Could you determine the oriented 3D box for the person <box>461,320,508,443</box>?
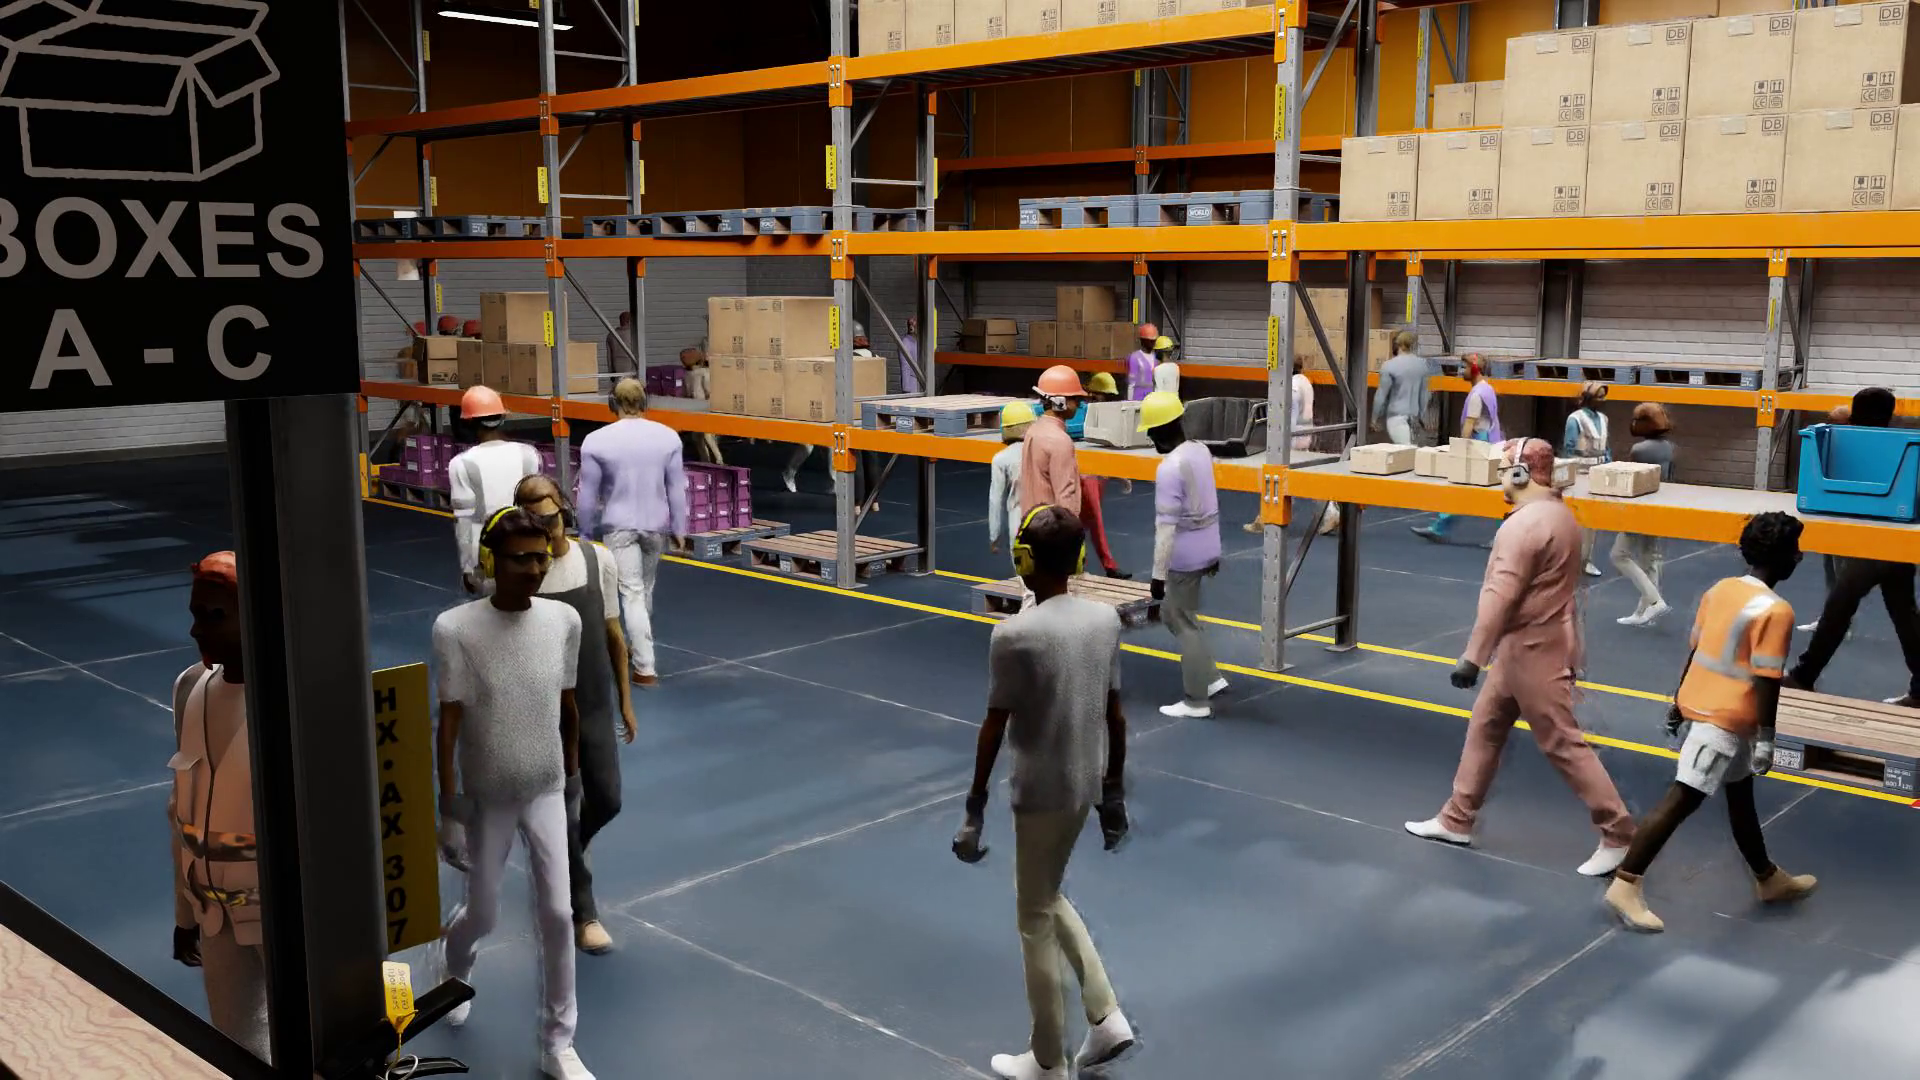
[{"bbox_3d":[-6.158,-1.914,21.664,0.710,1.908,0.563,0,9,1],"label":"person"}]

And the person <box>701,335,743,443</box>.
[{"bbox_3d":[-3.627,-2.408,24.579,0.866,1.942,0.604,7,12,37],"label":"person"}]

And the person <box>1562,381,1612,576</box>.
[{"bbox_3d":[5.302,-0.509,13.896,0.548,1.619,0.569,-7,12,-38],"label":"person"}]

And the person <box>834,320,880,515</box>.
[{"bbox_3d":[-1.123,-1.290,17.419,0.535,2.000,0.687,6,11,33],"label":"person"}]

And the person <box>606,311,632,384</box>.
[{"bbox_3d":[-5.142,-2.584,25.773,0.649,1.904,0.401,4,10,24],"label":"person"}]

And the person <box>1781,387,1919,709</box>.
[{"bbox_3d":[5.285,0.050,9.723,0.592,1.874,1.013,-9,13,-42],"label":"person"}]

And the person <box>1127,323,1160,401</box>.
[{"bbox_3d":[2.177,-1.727,20.525,0.740,1.914,0.560,9,13,43],"label":"person"}]

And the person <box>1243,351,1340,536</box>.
[{"bbox_3d":[3.241,-0.928,15.961,0.939,1.805,0.627,5,11,29],"label":"person"}]

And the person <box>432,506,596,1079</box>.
[{"bbox_3d":[-1.454,0.789,5.298,0.526,1.844,0.797,-7,11,-35],"label":"person"}]

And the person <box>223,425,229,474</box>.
[{"bbox_3d":[-8.931,-1.587,20.471,0.436,1.624,0.548,-5,10,-26],"label":"person"}]

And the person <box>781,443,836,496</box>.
[{"bbox_3d":[-1.643,-1.445,18.843,0.905,1.897,0.603,8,12,40],"label":"person"}]

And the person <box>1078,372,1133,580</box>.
[{"bbox_3d":[1.151,-0.498,13.553,0.543,1.717,0.909,-9,13,-44],"label":"person"}]

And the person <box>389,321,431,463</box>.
[{"bbox_3d":[-6.938,-1.825,21.132,0.550,1.905,0.677,4,10,21],"label":"person"}]

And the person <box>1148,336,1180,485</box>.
[{"bbox_3d":[2.415,-1.532,19.748,0.326,1.767,0.533,7,11,36],"label":"person"}]

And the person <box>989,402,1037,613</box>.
[{"bbox_3d":[0.450,-0.050,10.876,0.512,1.688,0.918,-4,10,-23],"label":"person"}]

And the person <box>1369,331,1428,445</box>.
[{"bbox_3d":[4.833,-1.359,18.330,0.650,1.886,1.015,-6,11,-32],"label":"person"}]

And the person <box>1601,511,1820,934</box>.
[{"bbox_3d":[2.974,0.698,6.479,0.943,1.633,0.569,0,9,3],"label":"person"}]

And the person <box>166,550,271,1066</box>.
[{"bbox_3d":[-1.753,0.951,4.170,0.574,1.882,0.356,4,10,23],"label":"person"}]

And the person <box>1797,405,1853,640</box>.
[{"bbox_3d":[6.064,-0.119,11.494,0.289,1.632,0.497,1,9,8],"label":"person"}]

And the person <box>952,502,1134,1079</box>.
[{"bbox_3d":[0.258,0.814,5.137,0.410,1.849,0.542,9,13,44],"label":"person"}]

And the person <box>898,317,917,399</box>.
[{"bbox_3d":[-0.622,-2.153,23.164,0.404,1.900,0.636,3,10,19],"label":"person"}]

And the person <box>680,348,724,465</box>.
[{"bbox_3d":[-3.191,-1.544,20.321,0.574,1.595,0.383,8,12,40],"label":"person"}]

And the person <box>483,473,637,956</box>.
[{"bbox_3d":[-1.519,0.632,6.301,0.554,1.824,0.564,-6,11,-32],"label":"person"}]

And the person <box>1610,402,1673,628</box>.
[{"bbox_3d":[4.848,-0.168,11.805,0.529,1.620,0.355,-8,12,-40],"label":"person"}]

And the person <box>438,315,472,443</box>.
[{"bbox_3d":[-6.570,-2.010,22.083,0.718,1.963,0.641,0,9,-2],"label":"person"}]

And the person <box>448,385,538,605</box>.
[{"bbox_3d":[-2.620,0.068,9.533,0.553,1.908,0.893,-7,12,-37],"label":"person"}]

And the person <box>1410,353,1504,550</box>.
[{"bbox_3d":[4.654,-0.806,15.198,0.961,1.789,0.596,3,10,17],"label":"person"}]

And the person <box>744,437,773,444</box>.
[{"bbox_3d":[-2.959,-2.321,24.358,0.628,1.842,0.429,-4,10,-23],"label":"person"}]

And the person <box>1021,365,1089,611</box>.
[{"bbox_3d":[0.561,-0.041,9.902,0.395,1.993,0.614,-3,10,-17],"label":"person"}]

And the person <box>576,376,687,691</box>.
[{"bbox_3d":[-2.085,-0.066,10.342,0.656,1.896,0.957,-6,11,-32],"label":"person"}]

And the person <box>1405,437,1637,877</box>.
[{"bbox_3d":[2.504,0.484,7.159,1.019,1.850,0.645,5,10,26],"label":"person"}]

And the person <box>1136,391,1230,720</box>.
[{"bbox_3d":[1.239,0.097,9.394,0.467,1.882,0.675,5,10,27],"label":"person"}]
